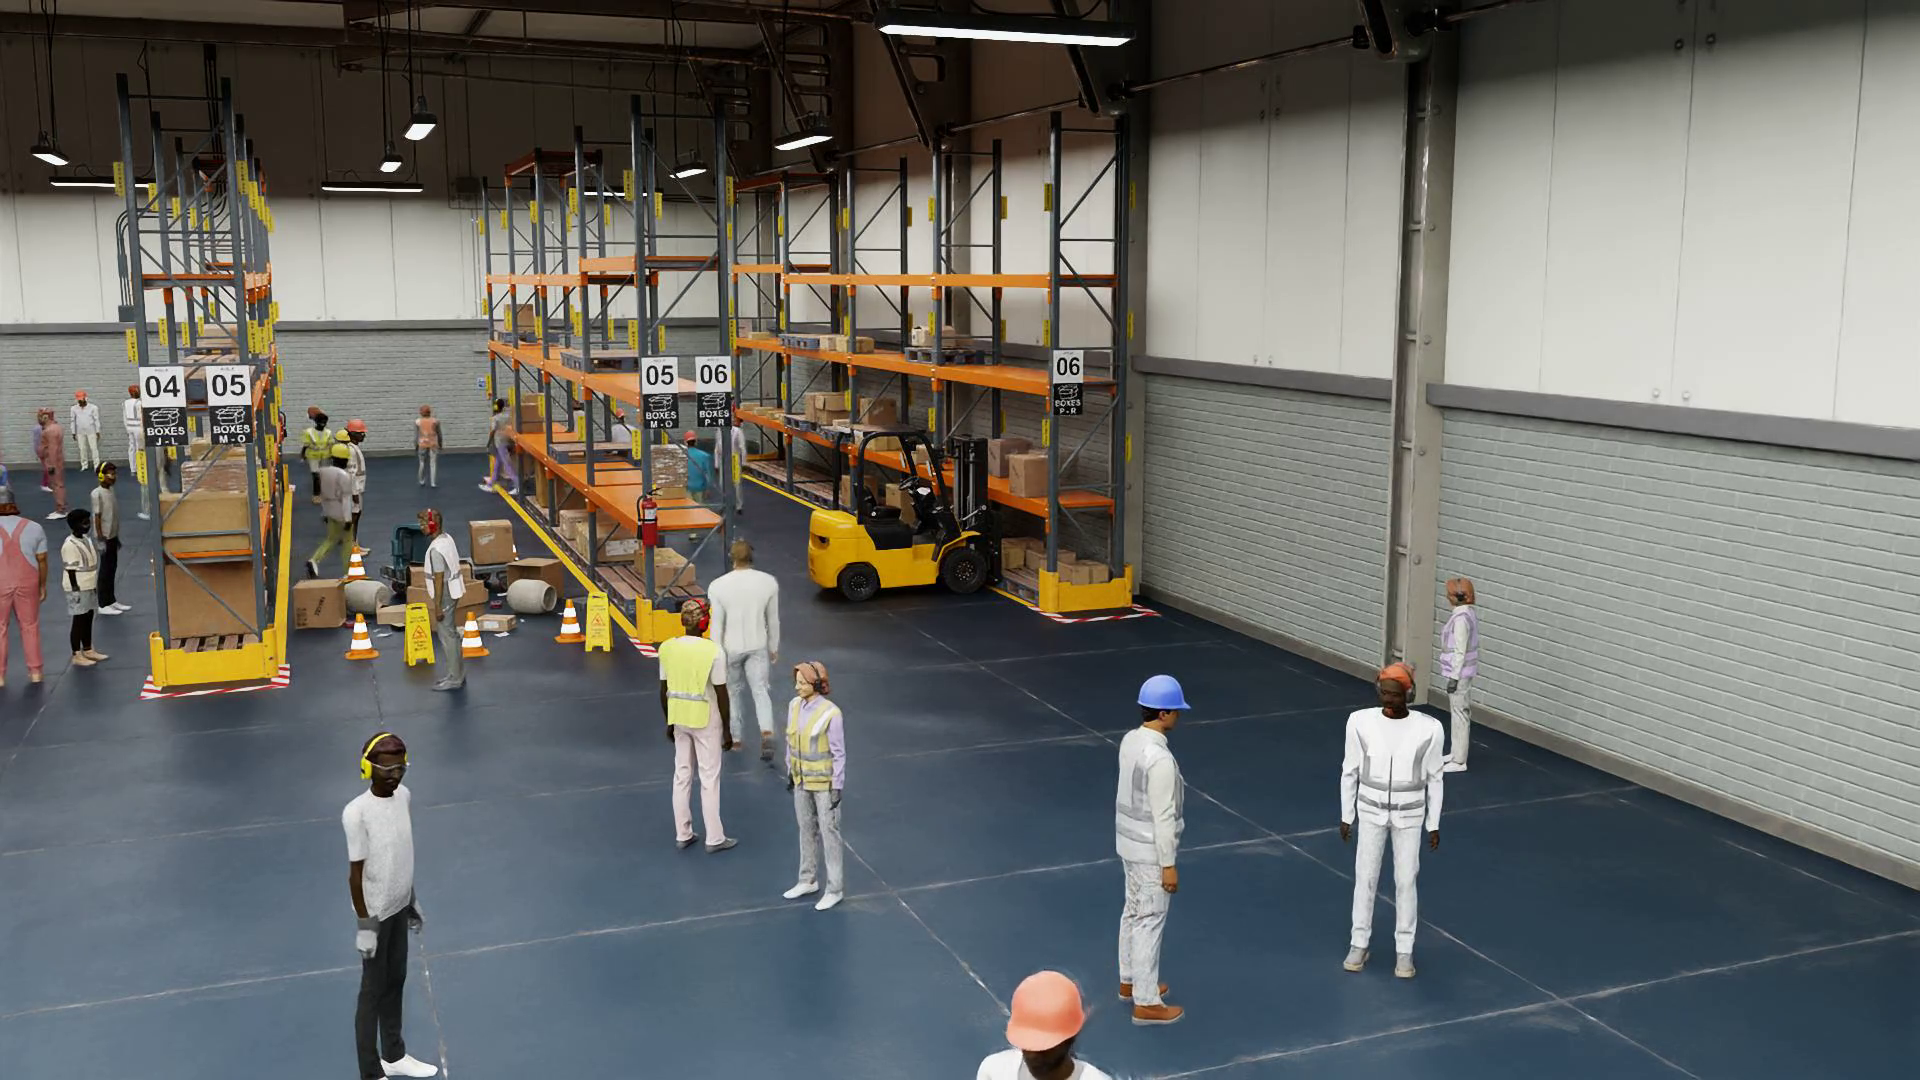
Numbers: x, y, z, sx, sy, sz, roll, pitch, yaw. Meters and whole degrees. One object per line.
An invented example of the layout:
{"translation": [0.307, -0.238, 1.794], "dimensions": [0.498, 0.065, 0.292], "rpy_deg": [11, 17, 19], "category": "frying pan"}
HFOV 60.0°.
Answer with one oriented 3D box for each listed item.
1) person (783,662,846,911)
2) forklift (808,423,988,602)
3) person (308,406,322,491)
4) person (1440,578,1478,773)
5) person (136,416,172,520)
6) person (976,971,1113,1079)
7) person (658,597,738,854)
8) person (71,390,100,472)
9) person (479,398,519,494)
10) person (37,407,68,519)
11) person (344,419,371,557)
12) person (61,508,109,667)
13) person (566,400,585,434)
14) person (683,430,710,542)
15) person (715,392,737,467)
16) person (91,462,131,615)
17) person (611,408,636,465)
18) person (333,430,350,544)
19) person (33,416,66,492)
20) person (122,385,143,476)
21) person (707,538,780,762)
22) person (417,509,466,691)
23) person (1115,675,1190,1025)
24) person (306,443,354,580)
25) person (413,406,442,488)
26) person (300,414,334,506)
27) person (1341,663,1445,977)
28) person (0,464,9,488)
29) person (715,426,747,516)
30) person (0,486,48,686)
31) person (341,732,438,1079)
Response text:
{"translation": [-0.948, 1.593, 10.879], "dimensions": [0.521, 1.639, 0.311], "rpy_deg": [9, 13, 44], "category": "person"}
{"translation": [-0.830, -0.399, 21.676], "dimensions": [2.313, 2.155, 1.214], "rpy_deg": [-4, 10, -21], "category": "forklift"}
{"translation": [-12.386, -1.765, 32.055], "dimensions": [0.288, 1.627, 0.501], "rpy_deg": [-3, 10, -21], "category": "person"}
{"translation": [4.154, 1.121, 13.864], "dimensions": [0.307, 1.637, 0.511], "rpy_deg": [3, 10, 19], "category": "person"}
{"translation": [-13.594, -1.203, 27.942], "dimensions": [0.956, 1.811, 0.601], "rpy_deg": [8, 12, 42], "category": "person"}
{"translation": [0.253, 2.327, 5.378], "dimensions": [0.579, 1.915, 0.681], "rpy_deg": [4, 10, 24], "category": "person"}
{"translation": [-1.890, 1.328, 11.896], "dimensions": [0.563, 1.847, 0.389], "rpy_deg": [4, 10, 25], "category": "person"}
{"translation": [-18.395, -2.285, 34.978], "dimensions": [0.575, 1.739, 0.348], "rpy_deg": [-1, 9, -9], "category": "person"}
{"translation": [-8.720, -1.768, 31.479], "dimensions": [0.972, 1.820, 0.541], "rpy_deg": [2, 9, 14], "category": "person"}
{"translation": [-15.455, -1.305, 28.292], "dimensions": [0.401, 1.904, 0.651], "rpy_deg": [-4, 10, -21], "category": "person"}
{"translation": [-8.868, -0.761, 24.481], "dimensions": [0.413, 2.036, 0.606], "rpy_deg": [-2, 9, -12], "category": "person"}
{"translation": [-9.303, 0.500, 17.608], "dimensions": [0.319, 1.690, 0.539], "rpy_deg": [-1, 9, -7], "category": "person"}
{"translation": [-7.874, -2.098, 34.132], "dimensions": [0.280, 1.633, 0.500], "rpy_deg": [6, 11, 35], "category": "person"}
{"translation": [-4.231, -0.855, 26.012], "dimensions": [0.566, 1.720, 0.762], "rpy_deg": [-4, 10, -23], "category": "person"}
{"translation": [-4.739, -2.131, 33.683], "dimensions": [0.430, 1.844, 0.624], "rpy_deg": [-1, 9, -8], "category": "person"}
{"translation": [-10.415, -0.023, 20.349], "dimensions": [0.309, 1.864, 0.535], "rpy_deg": [-1, 9, -6], "category": "person"}
{"translation": [-6.186, -1.558, 30.479], "dimensions": [0.579, 1.718, 0.706], "rpy_deg": [-5, 10, -29], "category": "person"}
{"translation": [-9.522, -0.817, 25.693], "dimensions": [0.351, 1.759, 0.523], "rpy_deg": [-4, 10, -23], "category": "person"}
{"translation": [-17.290, -1.652, 31.506], "dimensions": [0.844, 1.578, 0.498], "rpy_deg": [5, 10, 27], "category": "person"}
{"translation": [-16.963, -2.246, 34.277], "dimensions": [0.573, 1.883, 0.353], "rpy_deg": [4, 10, 25], "category": "person"}
{"translation": [-1.820, 0.936, 14.171], "dimensions": [0.634, 1.912, 0.875], "rpy_deg": [-3, 10, -19], "category": "person"}
{"translation": [-5.156, 0.594, 16.596], "dimensions": [0.417, 1.827, 0.562], "rpy_deg": [-1, 9, -8], "category": "person"}
{"translation": [1.068, 1.705, 9.251], "dimensions": [0.416, 1.939, 0.610], "rpy_deg": [-2, 9, -10], "category": "person"}
{"translation": [-8.435, -0.359, 22.407], "dimensions": [0.599, 1.890, 0.740], "rpy_deg": [5, 10, 30], "category": "person"}
{"translation": [-10.432, -1.837, 32.609], "dimensions": [0.517, 1.597, 0.791], "rpy_deg": [-2, 9, -13], "category": "person"}
{"translation": [-11.502, -1.436, 29.880], "dimensions": [0.783, 1.647, 0.593], "rpy_deg": [8, 12, 40], "category": "person"}
{"translation": [2.541, 1.640, 9.817], "dimensions": [0.582, 1.882, 0.338], "rpy_deg": [3, 10, 19], "category": "person"}
{"translation": [-12.728, -0.330, 21.702], "dimensions": [0.366, 2.048, 0.605], "rpy_deg": [7, 12, 39], "category": "person"}
{"translation": [-3.950, -1.310, 28.723], "dimensions": [0.652, 1.786, 0.431], "rpy_deg": [5, 10, 30], "category": "person"}
{"translation": [-9.612, 0.448, 16.827], "dimensions": [0.685, 2.000, 0.535], "rpy_deg": [-8, 12, -40], "category": "person"}
{"translation": [-2.879, 1.879, 8.383], "dimensions": [0.331, 1.865, 0.519], "rpy_deg": [2, 9, 13], "category": "person"}
